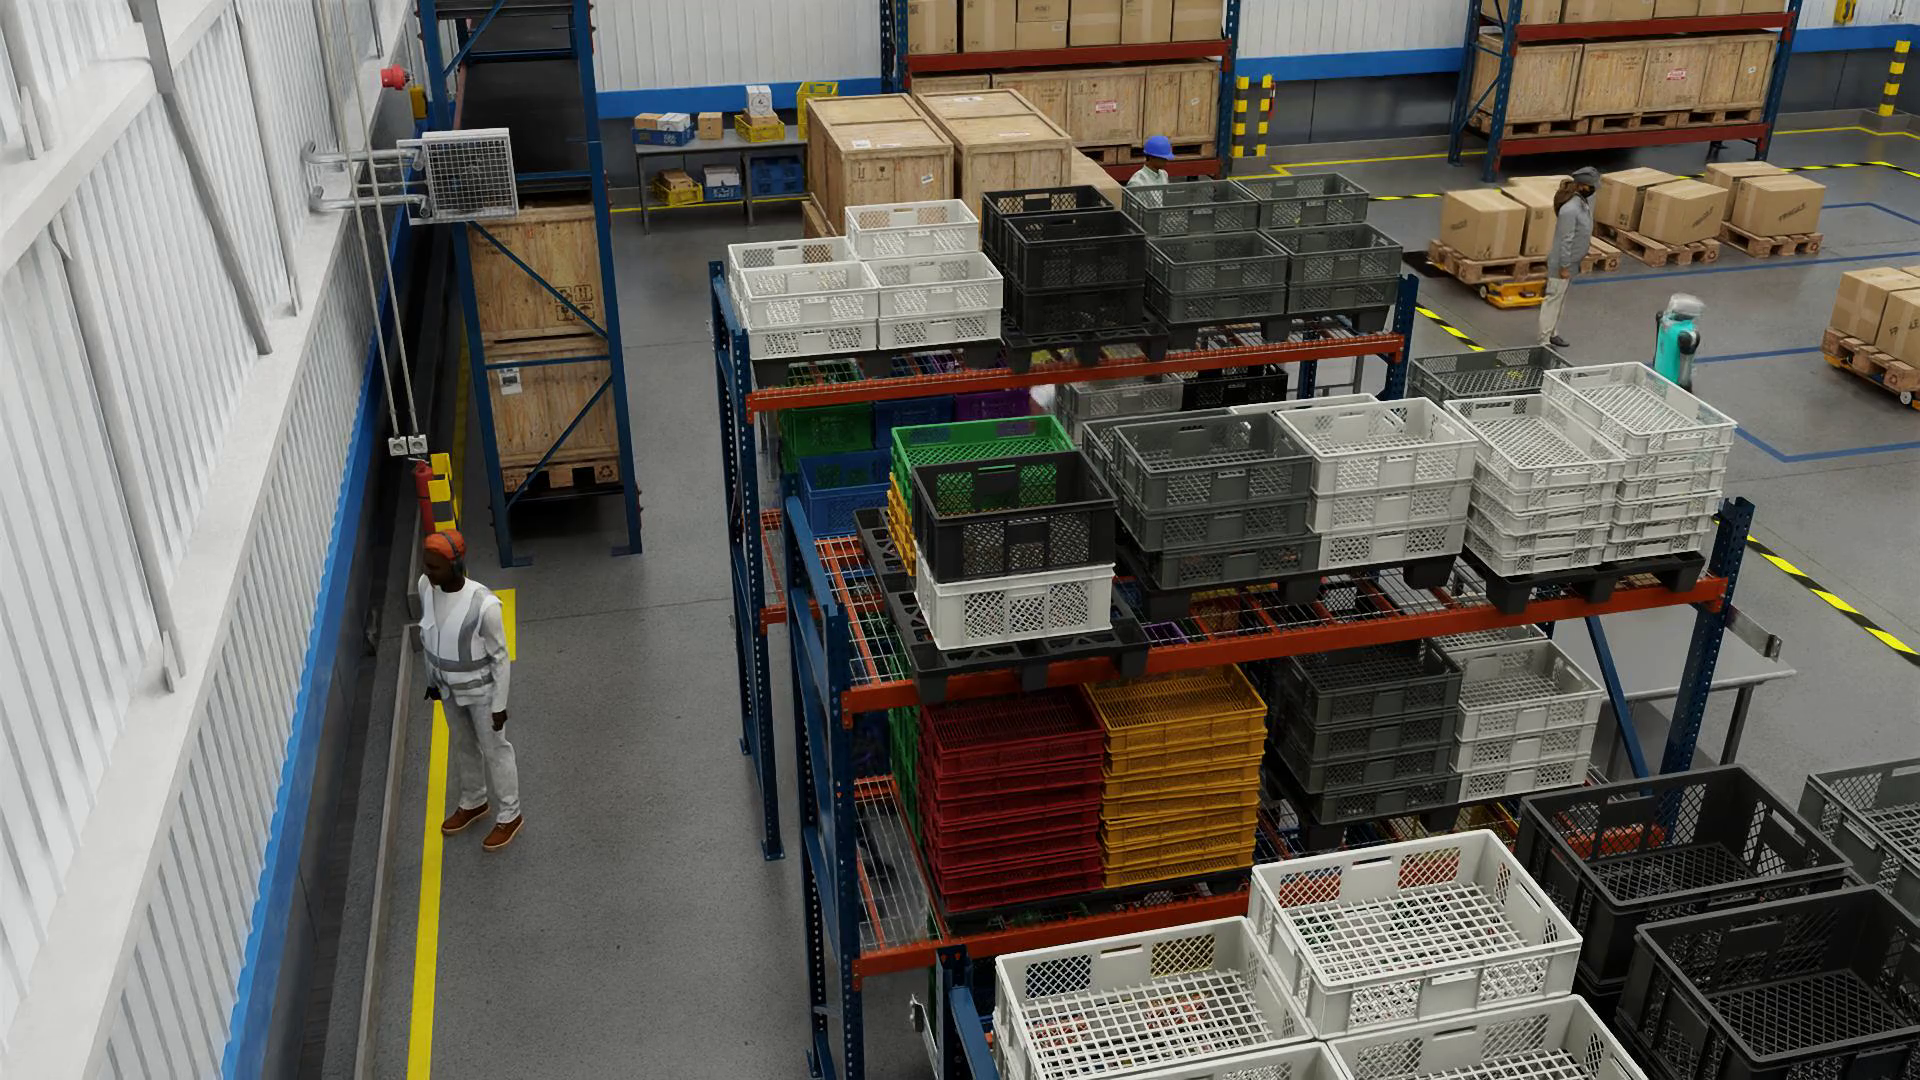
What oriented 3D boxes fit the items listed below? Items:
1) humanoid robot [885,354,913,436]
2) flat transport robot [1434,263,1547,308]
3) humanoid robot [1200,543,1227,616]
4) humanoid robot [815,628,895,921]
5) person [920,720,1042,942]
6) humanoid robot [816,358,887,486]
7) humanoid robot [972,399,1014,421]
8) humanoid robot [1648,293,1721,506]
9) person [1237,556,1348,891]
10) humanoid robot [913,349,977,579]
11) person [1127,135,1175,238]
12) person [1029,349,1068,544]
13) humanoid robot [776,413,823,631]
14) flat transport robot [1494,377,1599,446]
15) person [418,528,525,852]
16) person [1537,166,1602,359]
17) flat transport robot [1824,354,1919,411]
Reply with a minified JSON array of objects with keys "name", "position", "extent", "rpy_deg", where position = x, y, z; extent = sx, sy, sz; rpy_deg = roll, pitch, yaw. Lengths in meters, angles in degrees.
[{"name":"humanoid robot","position":[-0.447,-0.916,12.285],"extent":[0.419,1.643,0.586],"rpy_deg":[-17,32,-29]},{"name":"flat transport robot","position":[5.554,-2.745,17.225],"extent":[0.652,0.197,1.431],"rpy_deg":[-6,28,-12]},{"name":"humanoid robot","position":[1.662,-0.132,10.785],"extent":[0.369,1.644,0.592],"rpy_deg":[-3,28,-7]},{"name":"humanoid robot","position":[-0.555,1.164,8.333],"extent":[0.335,1.649,0.601],"rpy_deg":[4,28,8]},{"name":"person","position":[0.171,1.212,8.091],"extent":[0.833,1.808,0.625],"rpy_deg":[-17,32,-29]},{"name":"humanoid robot","position":[-0.889,-0.573,11.526],"extent":[0.769,1.736,0.539],"rpy_deg":[18,33,31]},{"name":"humanoid robot","position":[0.497,-0.206,10.859],"extent":[0.840,1.750,0.554],"rpy_deg":[-13,30,-22]},{"name":"humanoid robot","position":[5.404,-1.006,12.236],"extent":[0.735,1.677,0.533],"rpy_deg":[-1,28,-2]},{"name":"person","position":[1.622,0.976,8.293],"extent":[0.604,2.045,0.375],"rpy_deg":[-12,30,-22]},{"name":"humanoid robot","position":[-0.189,-0.385,11.211],"extent":[1.048,1.722,0.532],"rpy_deg":[-20,34,-33]},{"name":"person","position":[1.774,-2.851,15.668],"extent":[0.412,1.939,0.602],"rpy_deg":[19,33,31]},{"name":"person","position":[0.459,-0.587,11.502],"extent":[0.600,1.809,0.608],"rpy_deg":[10,29,18]},{"name":"humanoid robot","position":[-1.000,-0.144,10.802],"extent":[0.344,1.656,0.601],"rpy_deg":[-1,28,-2]},{"name":"flat transport robot","position":[4.780,-1.036,14.013],"extent":[0.659,0.231,1.431],"rpy_deg":[-6,28,-12]},{"name":"person","position":[-2.613,0.791,8.816],"extent":[0.573,1.883,0.355],"rpy_deg":[16,32,28]},{"name":"person","position":[5.577,-2.574,15.324],"extent":[0.401,1.764,0.561],"rpy_deg":[15,31,26]},{"name":"flat transport robot","position":[8.473,-1.467,14.800],"extent":[0.652,0.197,1.431],"rpy_deg":[-6,28,-12]}]
